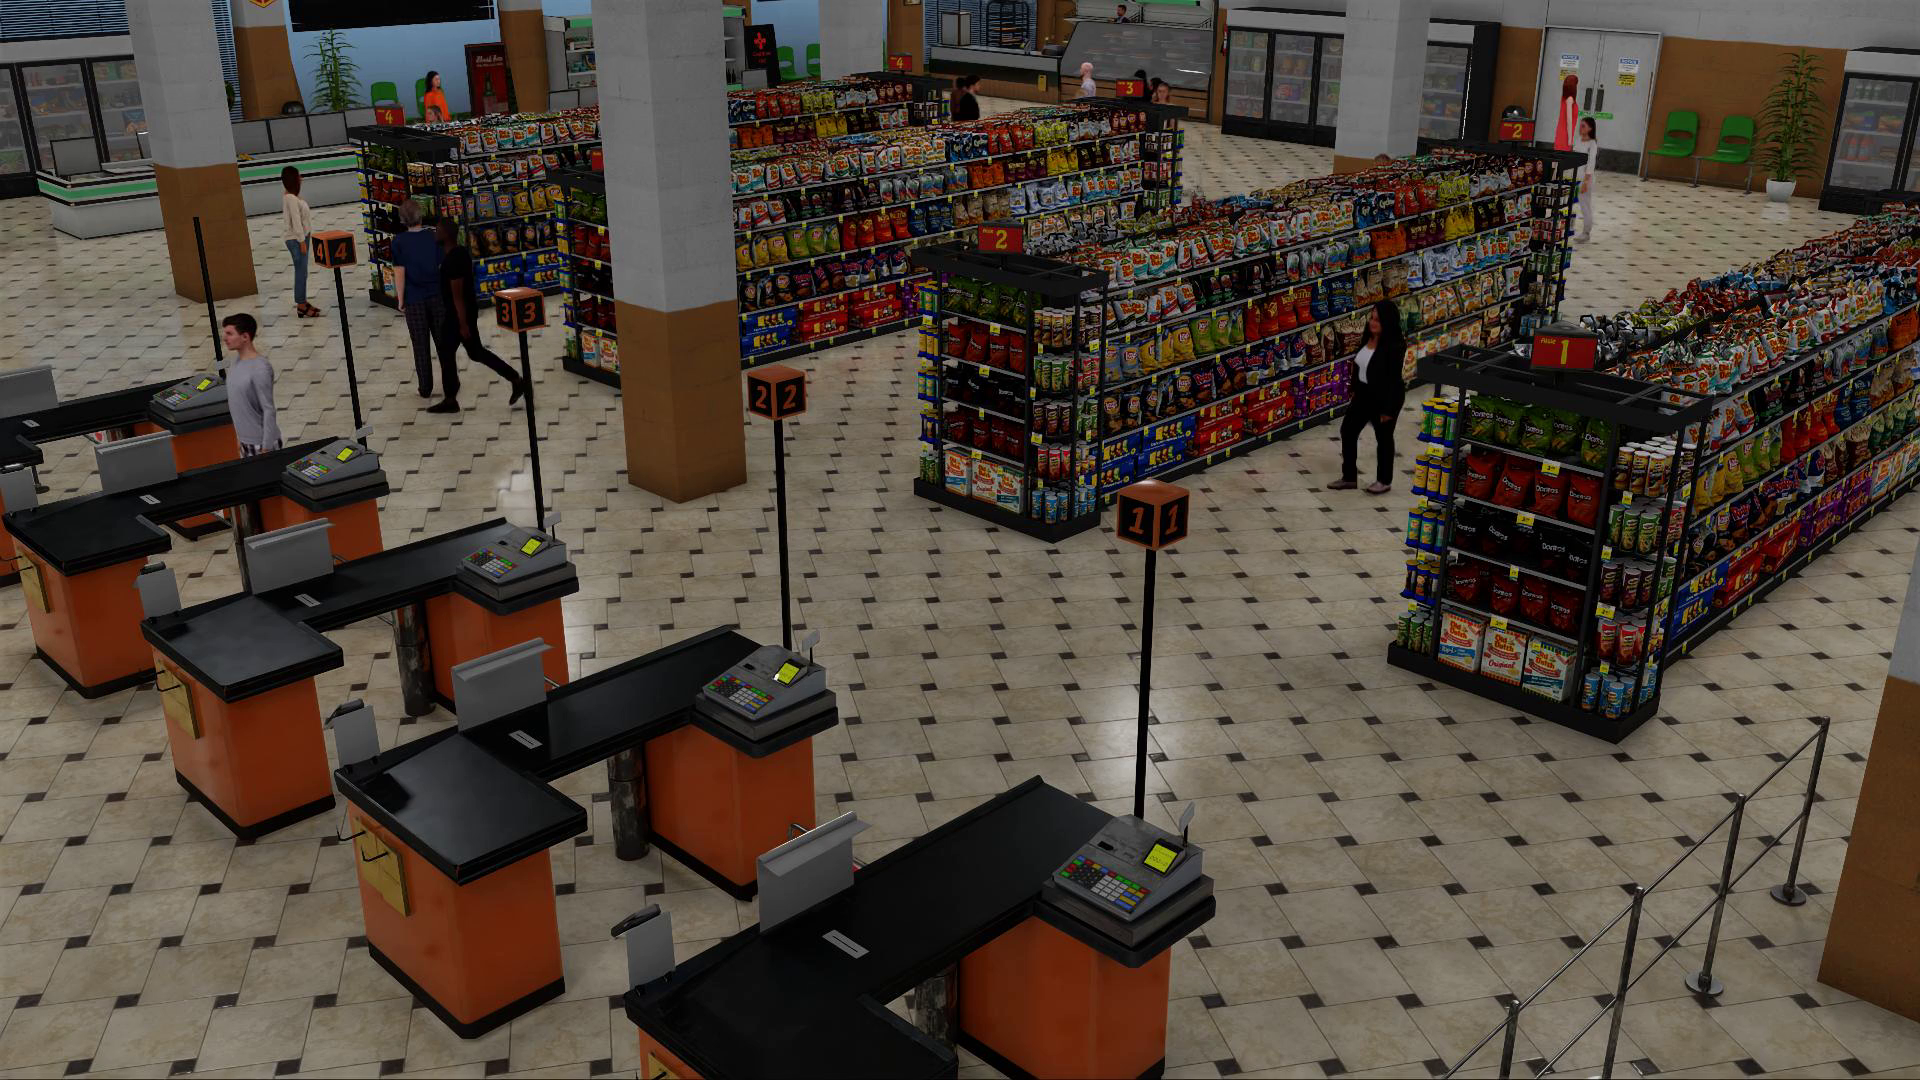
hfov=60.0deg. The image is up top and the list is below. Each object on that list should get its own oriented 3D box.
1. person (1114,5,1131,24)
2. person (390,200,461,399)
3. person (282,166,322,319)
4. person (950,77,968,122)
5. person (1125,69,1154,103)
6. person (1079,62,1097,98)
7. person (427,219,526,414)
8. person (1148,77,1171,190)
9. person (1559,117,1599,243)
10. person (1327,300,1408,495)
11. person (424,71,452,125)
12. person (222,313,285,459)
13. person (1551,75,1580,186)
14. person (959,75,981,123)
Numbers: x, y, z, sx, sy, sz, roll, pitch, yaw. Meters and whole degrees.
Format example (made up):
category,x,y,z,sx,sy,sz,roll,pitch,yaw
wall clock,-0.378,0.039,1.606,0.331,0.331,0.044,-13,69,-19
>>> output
category,x,y,z,sx,sy,sz,roll,pitch,yaw
person,3.718,-11.420,38.506,0.564,1.865,0.622,-20,29,-40
person,-5.073,-2.287,15.770,0.591,1.870,0.780,-12,25,-27
person,-7.448,-3.355,18.686,0.678,1.678,0.691,-9,23,-21
person,0.004,-7.756,30.226,0.732,1.241,0.786,-2,22,-4
person,2.909,-6.682,26.916,0.913,1.716,1.158,9,24,21
person,2.062,-6.886,27.261,0.827,1.837,0.742,2,22,6
person,-4.456,-2.018,15.217,1.272,1.783,1.127,-2,22,-6
person,3.150,-6.326,26.009,0.854,1.731,0.758,11,24,26
person,8.397,-4.798,22.312,1.113,1.653,0.882,-9,24,-21
person,3.394,-1.134,13.270,0.852,1.596,0.770,-12,25,-28
person,-8.532,-6.683,26.897,0.900,1.731,0.857,3,22,8
person,-5.010,-0.723,11.910,0.514,1.847,0.614,-20,29,-41
person,9.321,-6.240,25.666,0.718,1.828,0.637,2,22,5
person,0.055,-6.035,25.209,0.865,1.788,0.825,-2,22,-5
